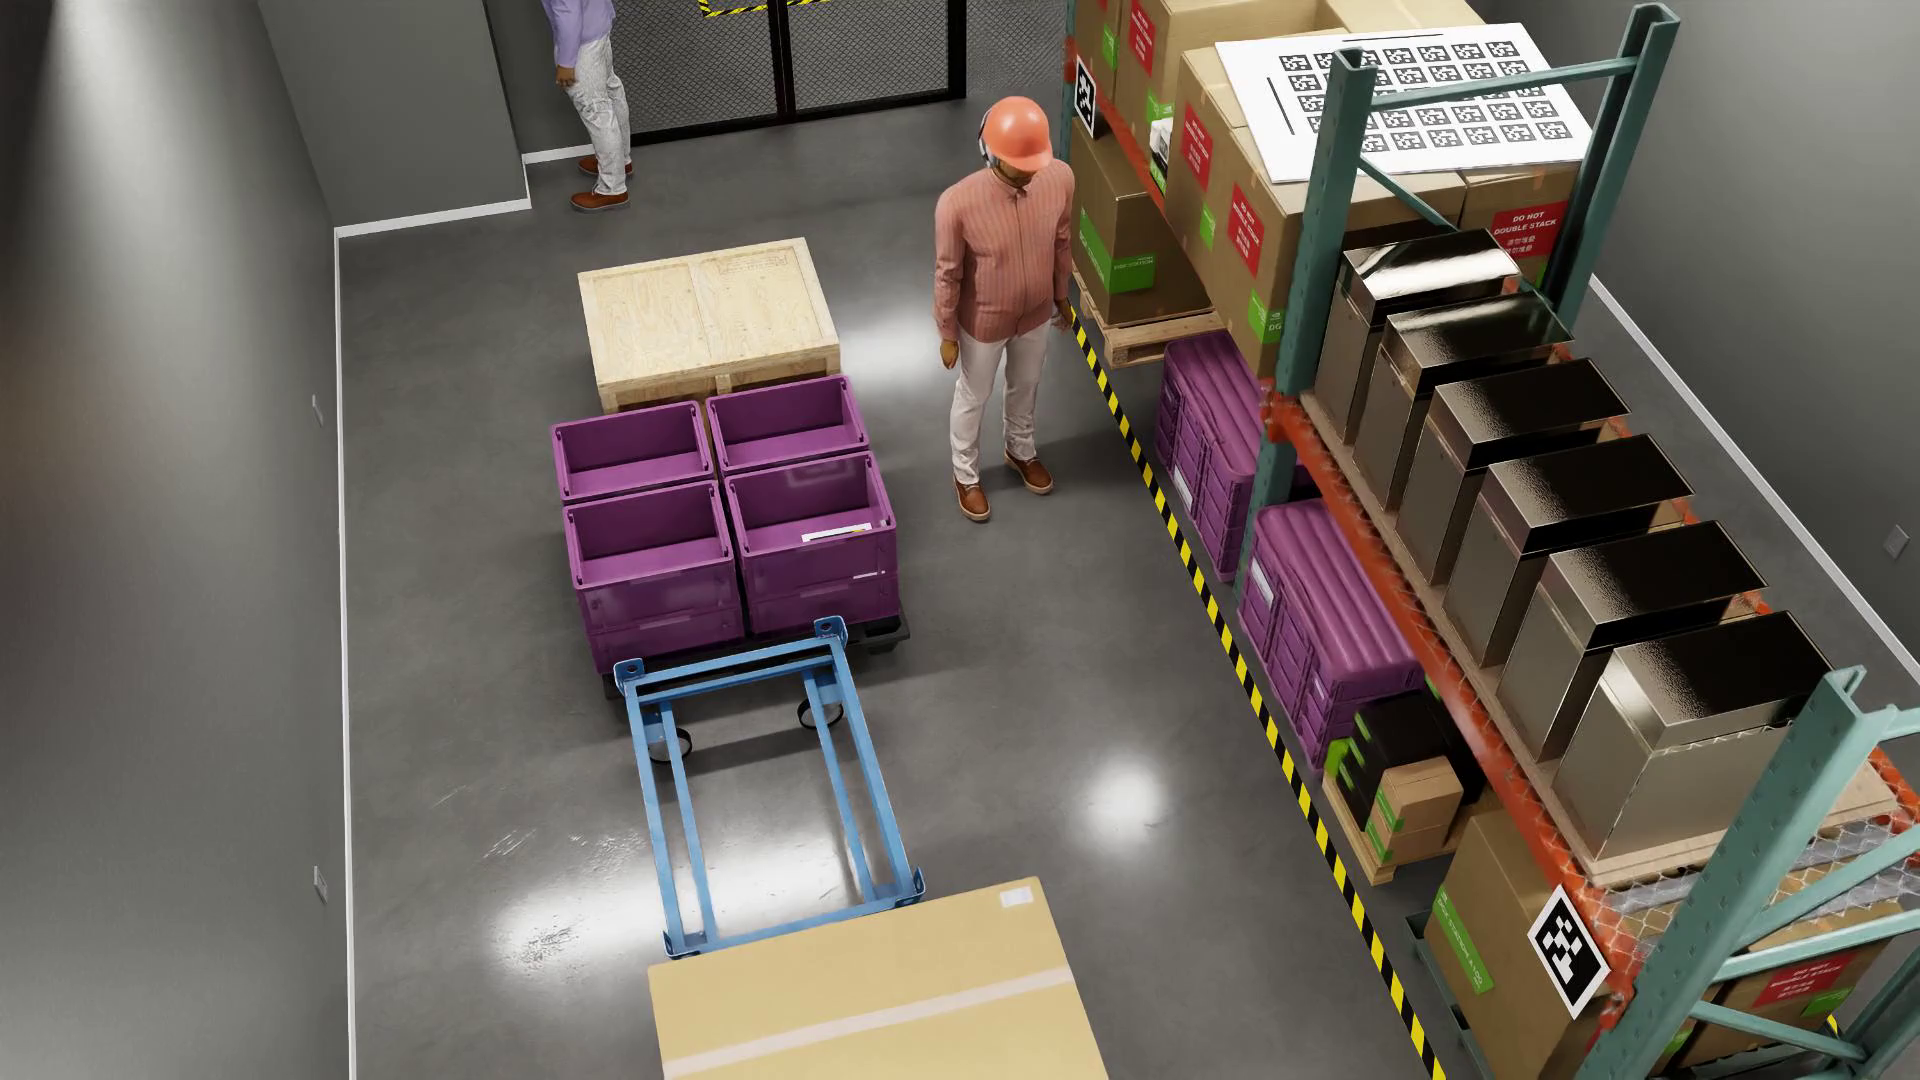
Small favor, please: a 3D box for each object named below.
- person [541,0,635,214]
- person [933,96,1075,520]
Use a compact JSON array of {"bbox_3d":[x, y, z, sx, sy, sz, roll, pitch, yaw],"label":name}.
[{"bbox_3d":[-1.884,-2.512,8.194,0.373,1.940,0.629,1,47,1],"label":"person"},{"bbox_3d":[0.191,-0.912,6.687,0.624,1.991,0.394,-22,51,-19],"label":"person"}]
